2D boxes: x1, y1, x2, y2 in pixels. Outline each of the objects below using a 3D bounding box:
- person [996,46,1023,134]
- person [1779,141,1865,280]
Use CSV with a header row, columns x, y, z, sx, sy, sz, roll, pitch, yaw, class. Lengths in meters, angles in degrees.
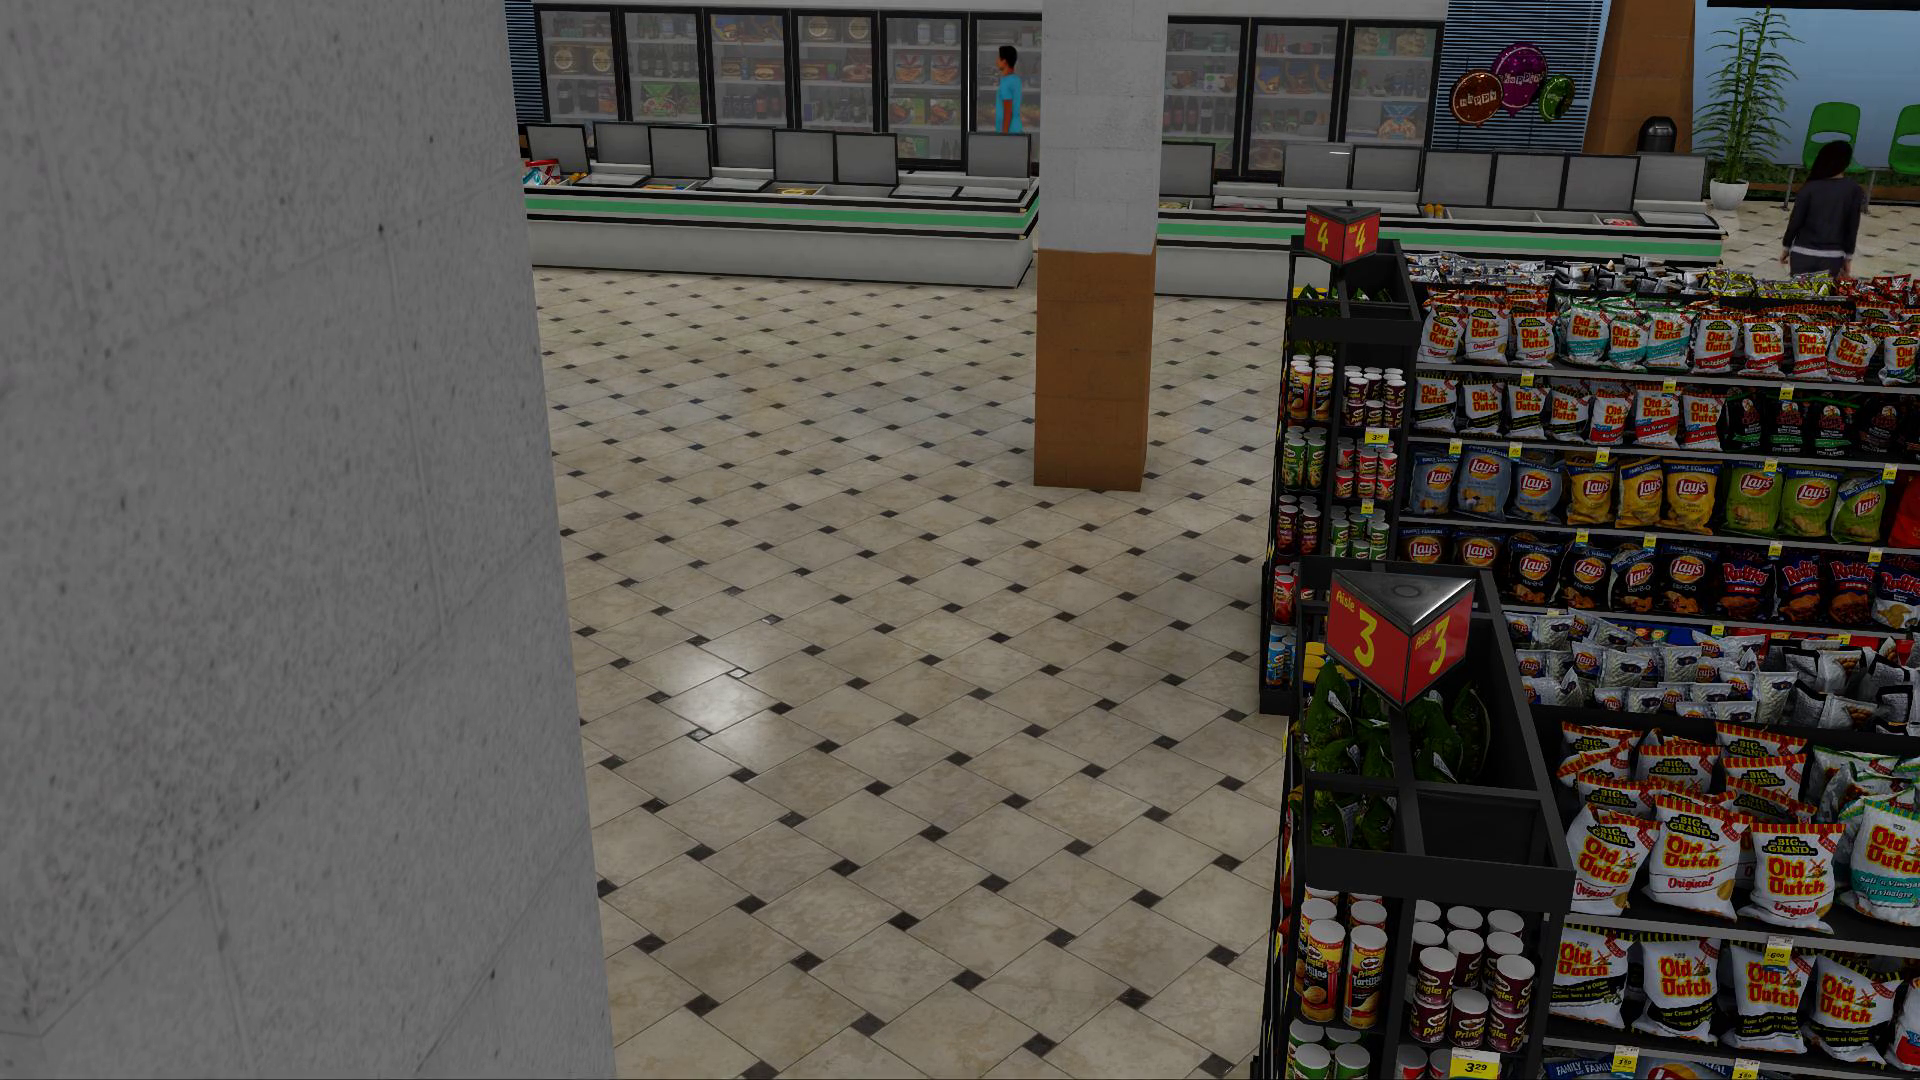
x,y,z,sx,sy,sz,roll,pitch,yaw,class
0.536,-4.366,17.777,0.497,1.774,0.618,5,24,11,person
6.568,-2.118,12.712,0.929,1.717,0.740,6,24,13,person
